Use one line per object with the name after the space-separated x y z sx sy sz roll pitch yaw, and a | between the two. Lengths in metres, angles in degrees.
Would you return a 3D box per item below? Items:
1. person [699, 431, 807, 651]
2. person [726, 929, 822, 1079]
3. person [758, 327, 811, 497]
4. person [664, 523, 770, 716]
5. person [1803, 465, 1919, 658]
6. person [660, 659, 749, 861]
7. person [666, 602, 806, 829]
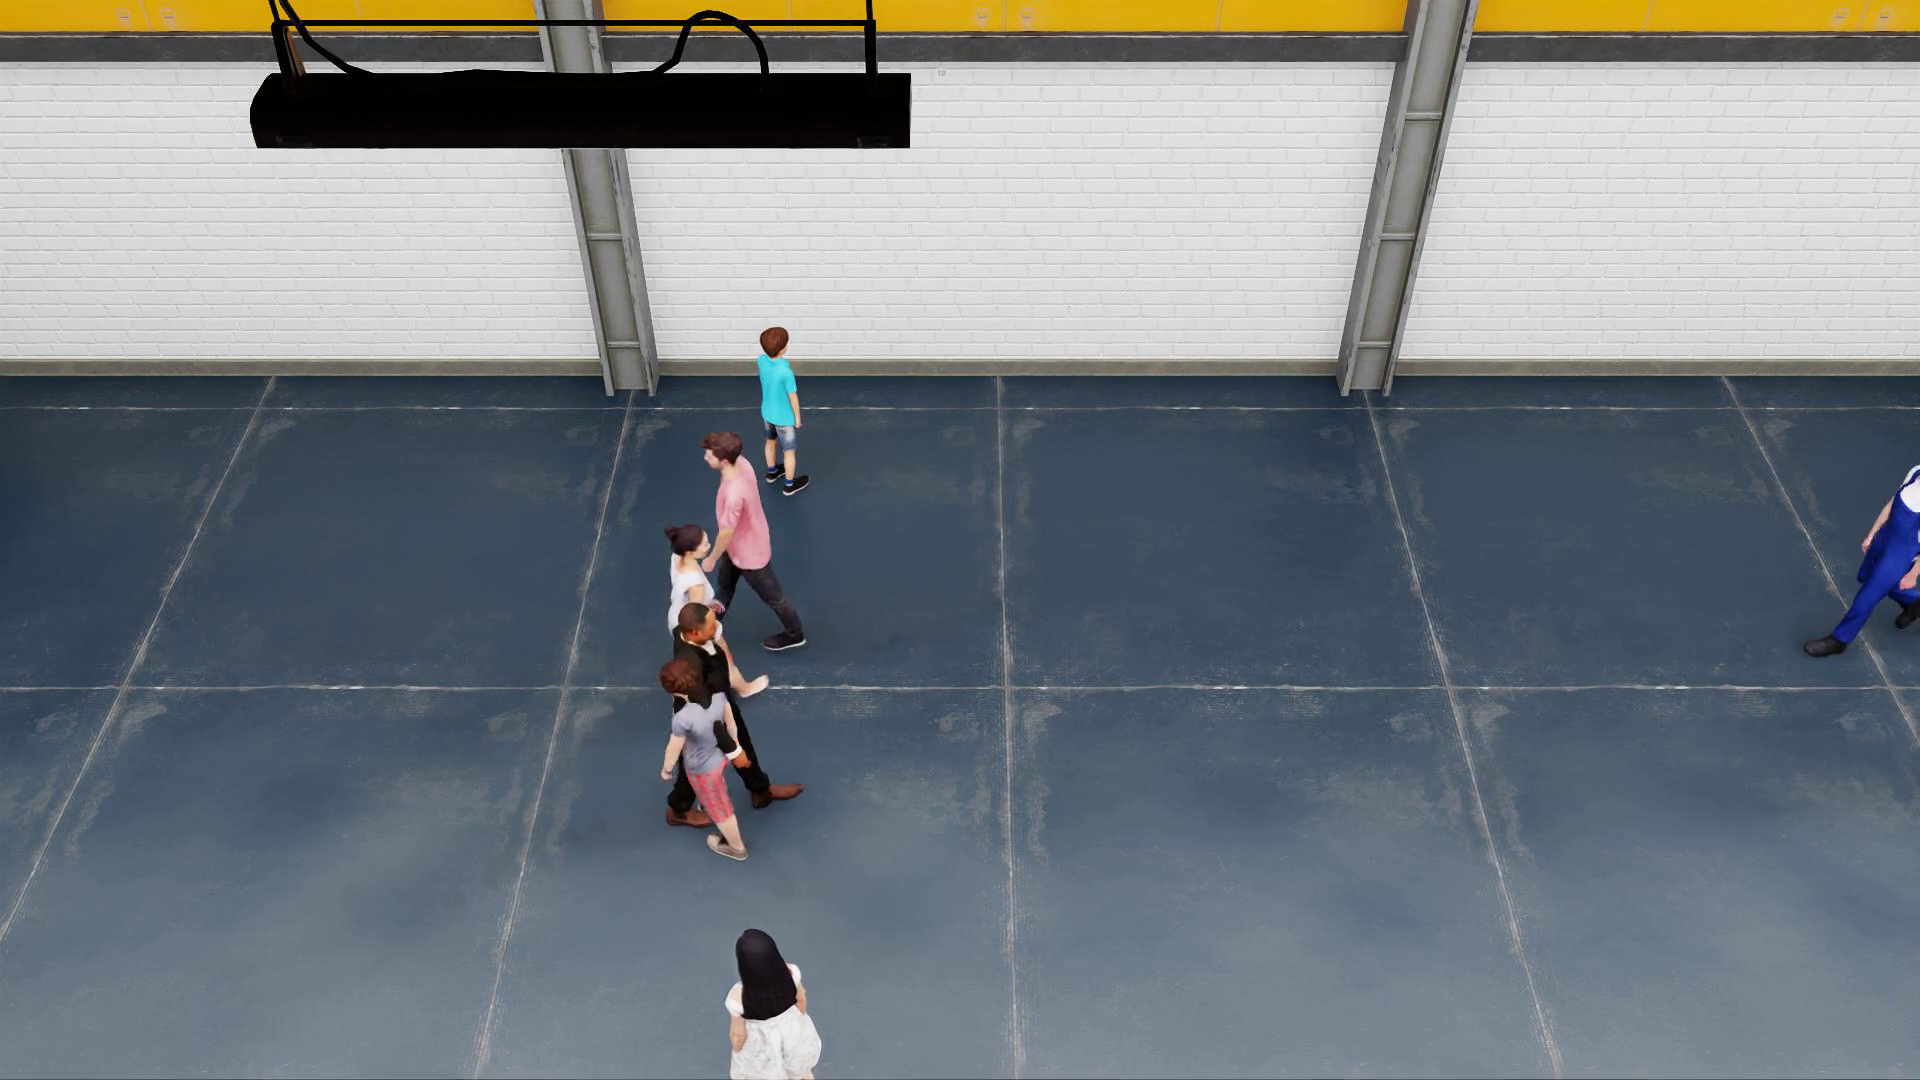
-1.282 0.060 10.882 1.167 1.918 0.746 -7 44 -7 | person
-0.945 2.524 8.399 0.740 1.776 0.827 -23 48 -22 | person
-1.347 -0.970 12.305 0.582 1.448 0.653 30 51 28 | person
-1.775 0.550 10.595 0.998 1.605 0.853 -23 48 -22 | person
6.245 0.055 10.950 1.143 1.832 0.746 -7 44 -7 | person
-1.412 1.342 9.747 0.844 1.629 0.761 23 48 22 | person
-1.589 1.089 9.832 1.088 1.877 0.721 -2 44 -2 | person
